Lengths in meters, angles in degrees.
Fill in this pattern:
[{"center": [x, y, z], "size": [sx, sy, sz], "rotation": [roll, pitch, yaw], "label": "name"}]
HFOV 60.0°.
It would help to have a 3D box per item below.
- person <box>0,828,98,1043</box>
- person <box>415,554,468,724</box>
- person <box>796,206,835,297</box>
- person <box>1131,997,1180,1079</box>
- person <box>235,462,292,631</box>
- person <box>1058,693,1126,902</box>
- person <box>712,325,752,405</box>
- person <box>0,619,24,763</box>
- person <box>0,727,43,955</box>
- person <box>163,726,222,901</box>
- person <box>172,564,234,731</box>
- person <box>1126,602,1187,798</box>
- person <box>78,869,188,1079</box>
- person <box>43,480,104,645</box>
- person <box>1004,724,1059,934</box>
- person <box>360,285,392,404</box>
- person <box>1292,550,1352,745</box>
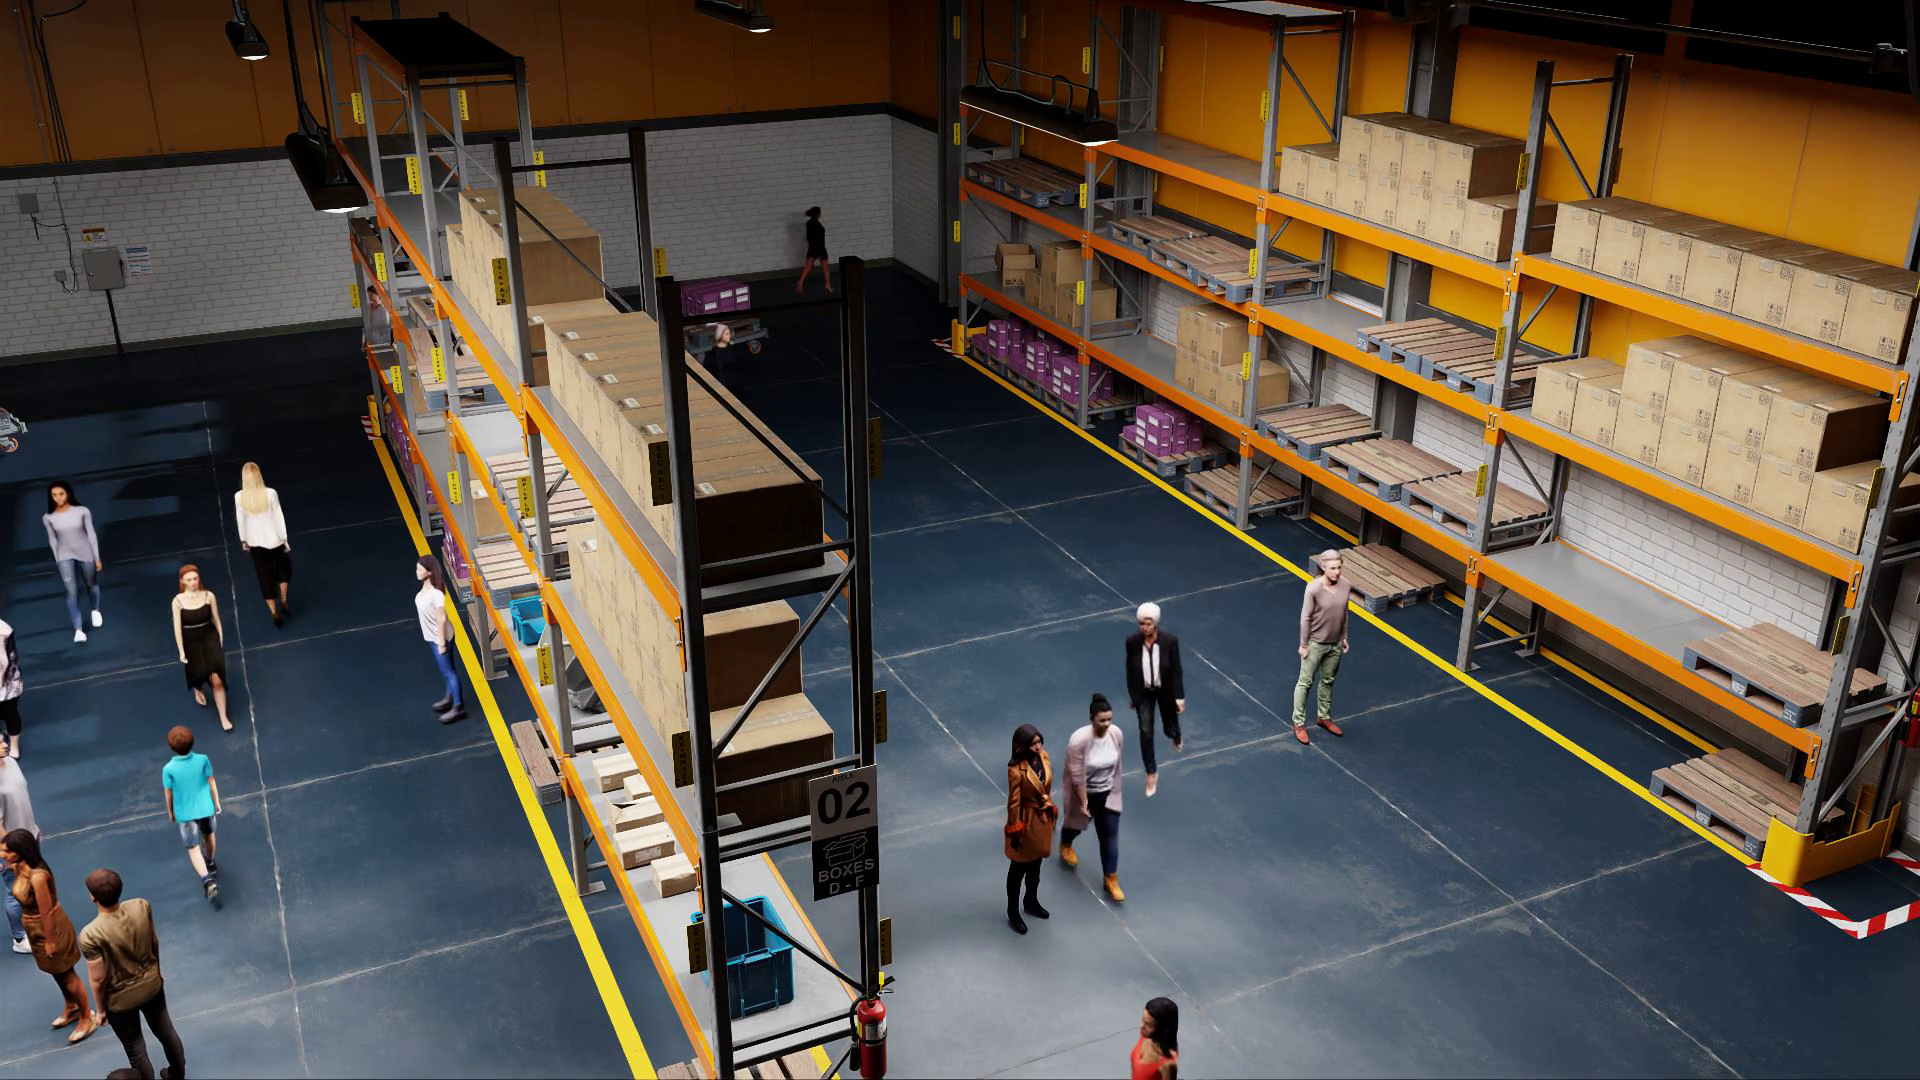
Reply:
[{"center": [-6.332, 2.727, 11.561], "size": [0.589, 1.684, 0.700], "rotation": [18, 29, 35], "label": "person"}, {"center": [-4.894, 0.920, 15.698], "size": [0.664, 1.680, 0.481], "rotation": [-13, 27, -27], "label": "person"}, {"center": [-2.619, -5.077, 29.515], "size": [1.065, 1.603, 0.896], "rotation": [20, 31, 38], "label": "person"}, {"center": [1.217, 3.422, 9.942], "size": [0.704, 1.707, 0.695], "rotation": [-7, 25, -16], "label": "person"}, {"center": [-7.254, 0.098, 17.374], "size": [0.707, 1.844, 0.739], "rotation": [-6, 24, -13], "label": "person"}, {"center": [1.001, 1.971, 13.262], "size": [0.724, 1.706, 1.091], "rotation": [-9, 25, -20], "label": "person"}, {"center": [-3.244, -2.057, 22.495], "size": [1.218, 1.691, 1.094], "rotation": [10, 26, 23], "label": "person"}, {"center": [-8.717, 1.215, 15.097], "size": [0.703, 1.622, 0.815], "rotation": [-5, 24, -11], "label": "person"}, {"center": [-7.111, 2.216, 12.475], "size": [0.783, 1.887, 0.613], "rotation": [-4, 24, -8], "label": "person"}, {"center": [-6.053, 2.158, 13.185], "size": [0.666, 1.425, 0.980], "rotation": [-18, 29, -35], "label": "person"}, {"center": [-7.178, 0.973, 15.681], "size": [0.624, 1.598, 1.021], "rotation": [-14, 27, -28], "label": "person"}, {"center": [1.710, 1.248, 13.987], "size": [1.097, 1.780, 1.075], "rotation": [6, 24, 13], "label": "person"}, {"center": [-5.403, 2.941, 10.863], "size": [0.779, 1.851, 0.753], "rotation": [12, 26, 26], "label": "person"}, {"center": [-9.219, 0.168, 17.401], "size": [0.610, 1.696, 1.074], "rotation": [-11, 26, -24], "label": "person"}, {"center": [0.525, 2.186, 12.753], "size": [0.722, 1.721, 0.759], "rotation": [21, 31, 40], "label": "person"}, {"center": [-8.381, -2.877, 24.288], "size": [0.758, 1.758, 0.825], "rotation": [16, 28, 32], "label": "person"}, {"center": [3.358, 0.947, 15.396], "size": [0.682, 1.874, 0.589], "rotation": [-9, 25, -20], "label": "person"}]
